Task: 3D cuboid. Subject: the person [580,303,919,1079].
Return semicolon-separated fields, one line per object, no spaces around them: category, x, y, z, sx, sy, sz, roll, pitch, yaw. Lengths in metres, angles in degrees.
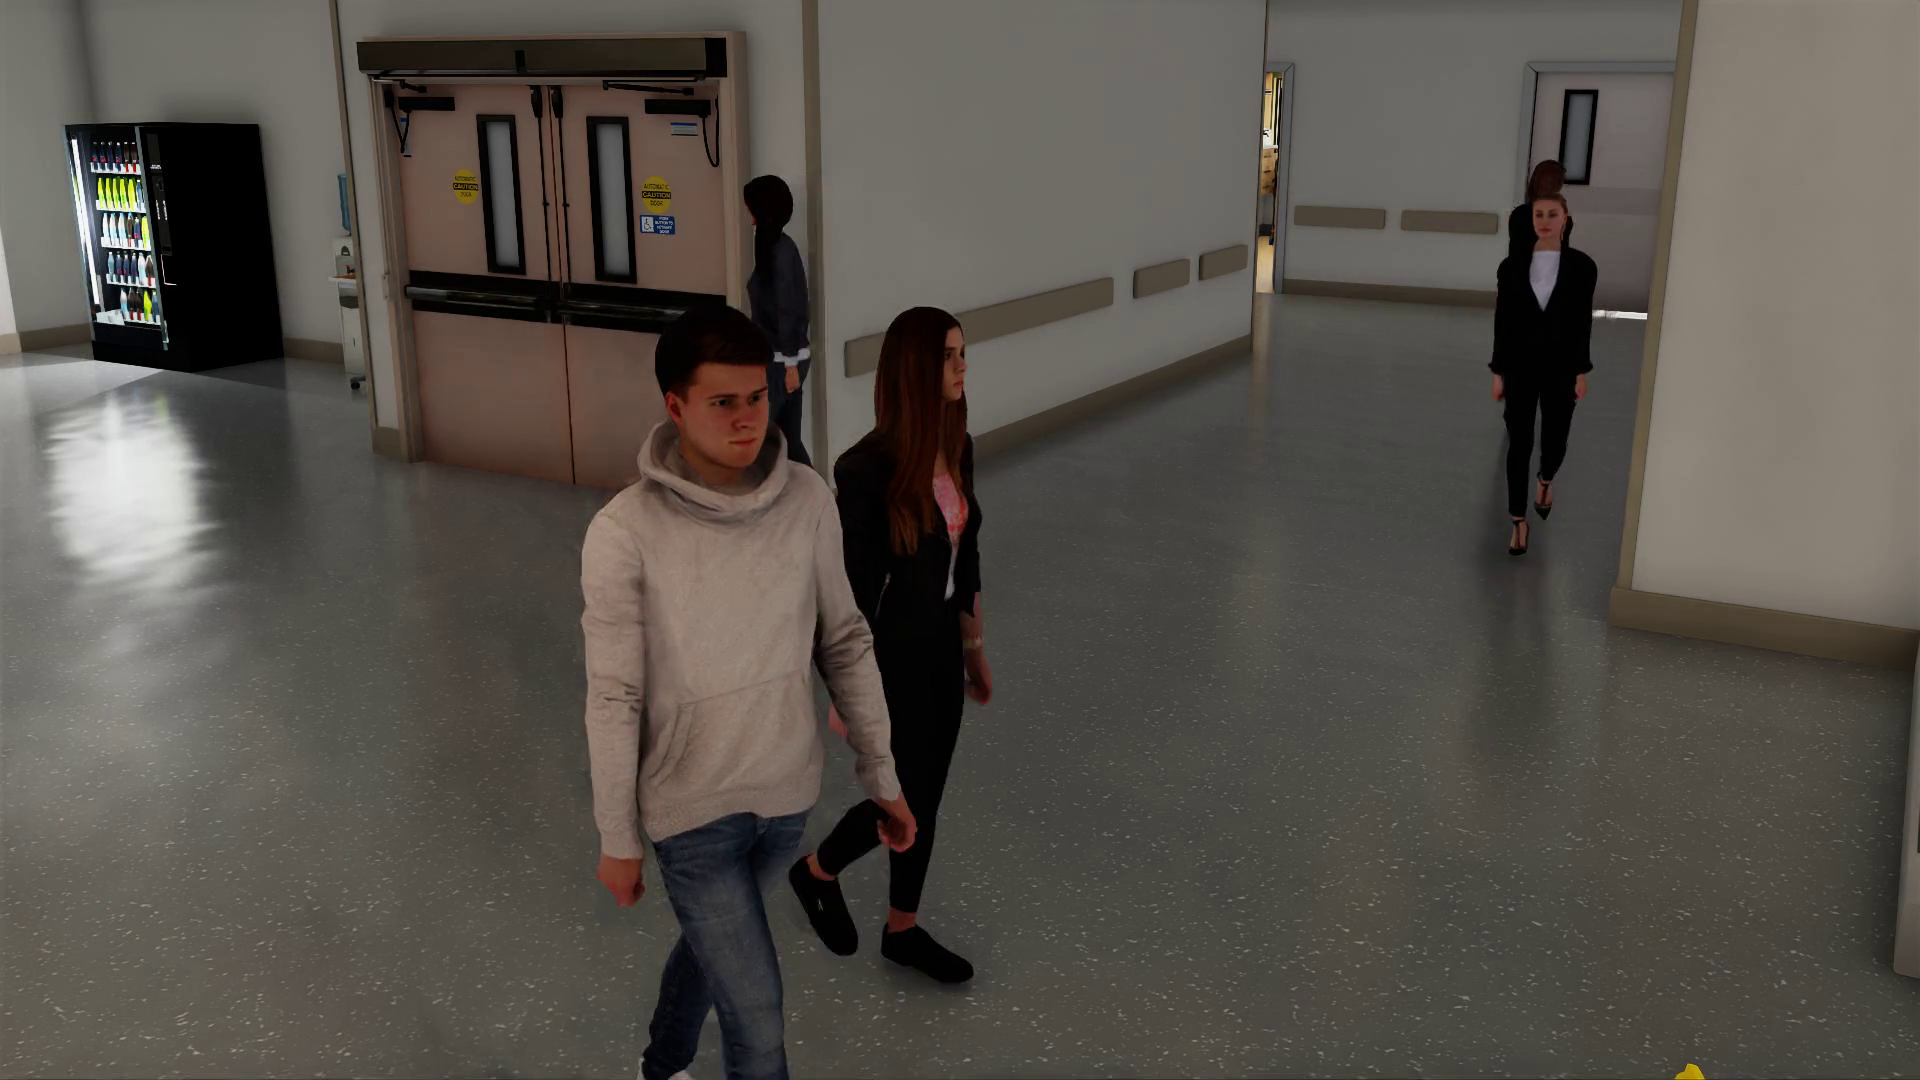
person;-0.484;0.474;3.184;0.942;1.808;1.308;-14;21;-40

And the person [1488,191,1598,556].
person;2.748;-0.777;7.841;0.765;1.689;0.740;7;17;22

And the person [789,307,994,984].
person;-0.200;0.277;4.088;0.735;1.697;0.628;10;19;33

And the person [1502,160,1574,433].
person;3.553;-1.507;10.431;0.783;1.688;0.776;15;22;43

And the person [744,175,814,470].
person;-0.771;-0.846;7.982;0.847;1.745;0.790;-3;16;-12
